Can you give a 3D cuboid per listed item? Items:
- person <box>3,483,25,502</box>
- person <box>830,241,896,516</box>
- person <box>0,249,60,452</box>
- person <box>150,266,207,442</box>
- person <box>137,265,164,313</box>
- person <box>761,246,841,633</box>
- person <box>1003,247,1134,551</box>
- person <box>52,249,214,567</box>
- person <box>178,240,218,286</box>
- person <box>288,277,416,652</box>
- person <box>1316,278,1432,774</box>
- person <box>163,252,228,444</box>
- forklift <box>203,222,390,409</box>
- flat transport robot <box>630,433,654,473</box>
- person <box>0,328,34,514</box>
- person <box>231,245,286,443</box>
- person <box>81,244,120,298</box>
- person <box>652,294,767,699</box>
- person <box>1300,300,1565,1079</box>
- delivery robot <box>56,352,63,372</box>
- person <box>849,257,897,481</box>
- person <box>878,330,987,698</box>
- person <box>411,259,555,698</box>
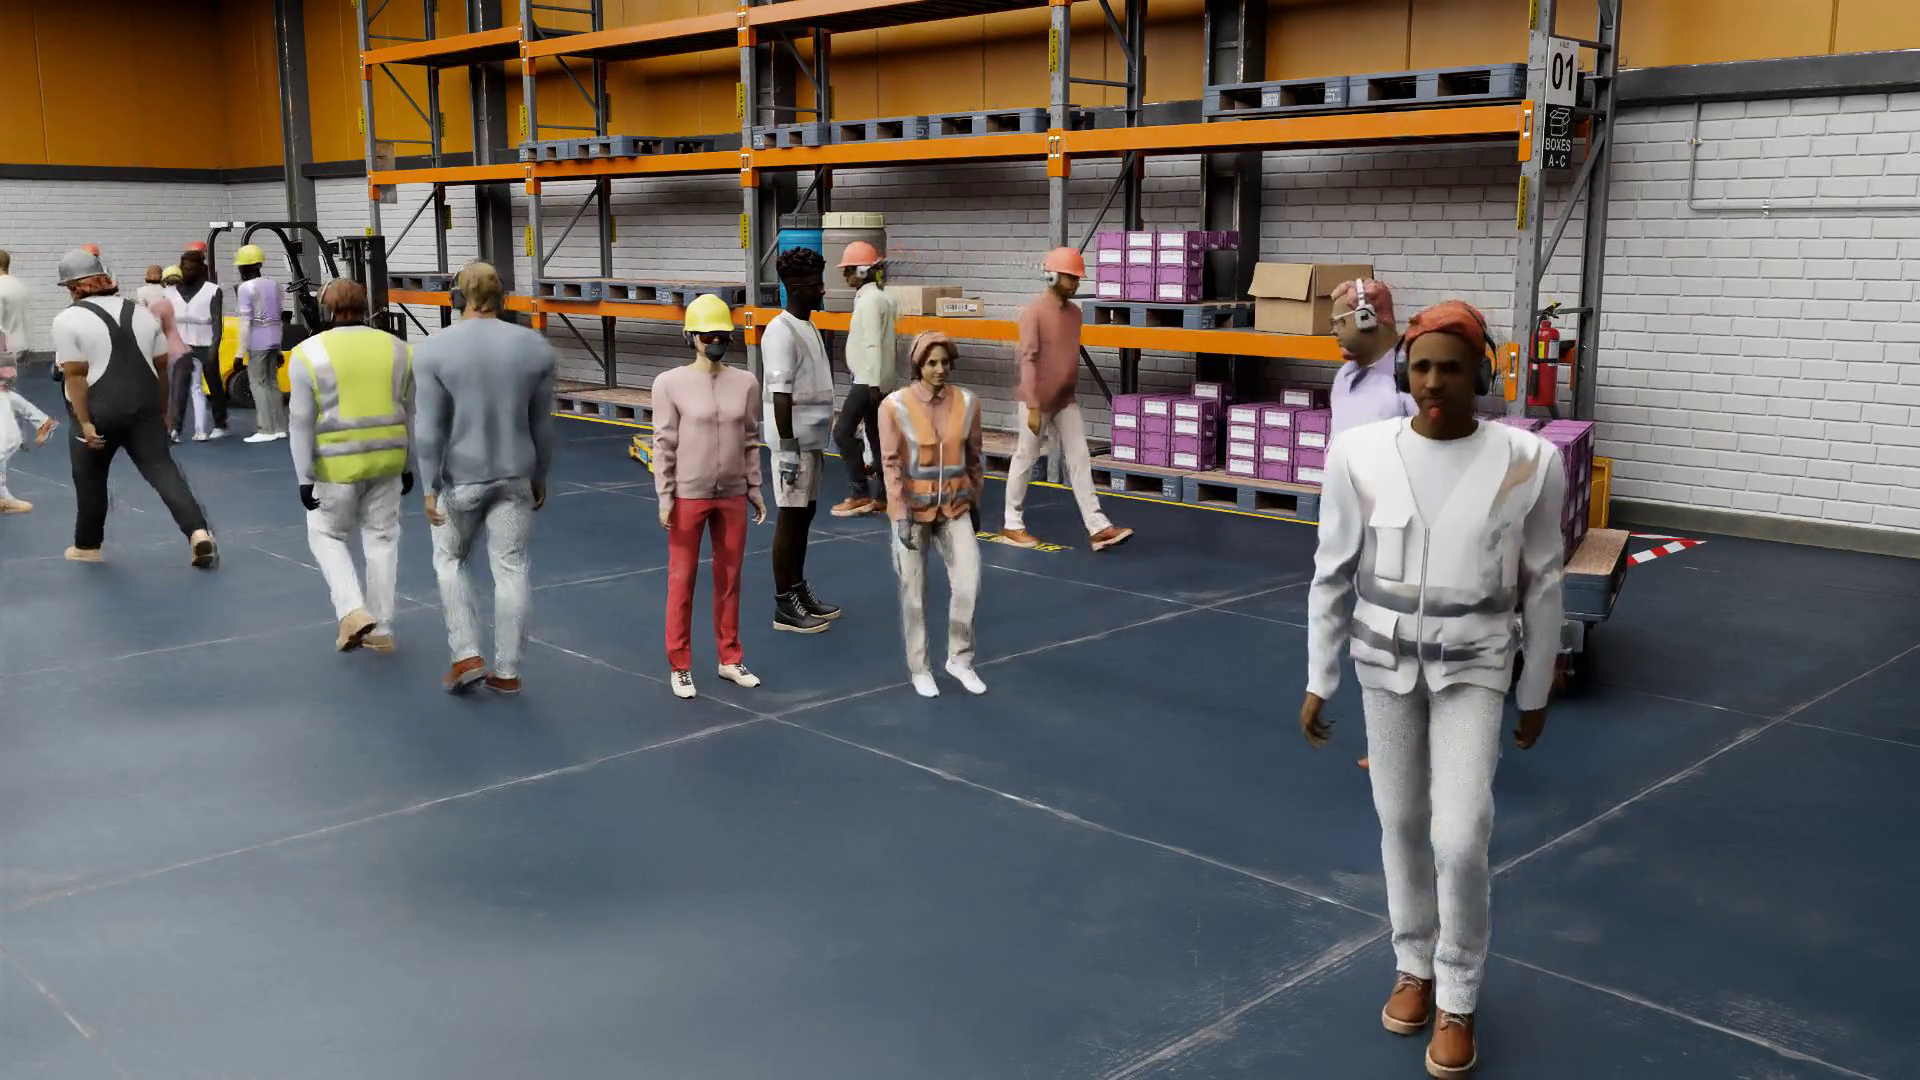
[{"bbox_3d":[-7.341,-1.018,12.244,0.589,1.616,0.535,-9,13,-39],"label":"person"},{"bbox_3d":[-0.731,-1.139,11.931,0.647,1.968,0.663,0,10,0],"label":"person"},{"bbox_3d":[-8.785,-1.752,15.431,0.557,1.916,0.637,-2,11,-11],"label":"person"},{"bbox_3d":[-7.739,-1.832,16.430,0.880,1.719,0.521,10,14,43],"label":"person"},{"bbox_3d":[-10.553,-2.804,21.945,0.498,1.634,0.278,-5,12,-27],"label":"person"},{"bbox_3d":[-0.820,-0.517,8.562,0.361,1.964,0.613,2,10,8],"label":"person"},{"bbox_3d":[0.657,-0.876,10.588,1.014,1.933,0.663,9,14,42],"label":"person"},{"bbox_3d":[-5.068,-0.839,10.120,1.128,2.000,0.701,6,12,30],"label":"person"},{"bbox_3d":[-11.039,-3.354,24.061,0.617,1.959,0.916,1,10,4],"label":"person"},{"bbox_3d":[-2.903,-0.340,8.002,0.634,1.827,0.429,-9,14,-40],"label":"person"},{"bbox_3d":[1.601,-0.029,6.179,0.518,1.868,0.665,-2,11,-12],"label":"person"},{"bbox_3d":[-7.499,-1.876,16.279,0.600,1.855,0.980,0,10,-2],"label":"person"},{"bbox_3d":[-8.169,-2.758,20.163,2.313,2.155,1.214,-10,14,-44],"label":"forklift"},{"bbox_3d":[-2.477,-0.781,14.630,0.652,0.197,1.431,-4,11,-19],"label":"flat transport robot"},{"bbox_3d":[-7.009,-1.072,11.951,0.434,1.827,0.657,-7,13,-35],"label":"person"},{"bbox_3d":[-6.849,-1.906,16.277,0.371,1.912,0.659,2,11,13],"label":"person"},{"bbox_3d":[-11.910,-3.124,22.973,0.584,1.889,0.916,-8,13,-36],"label":"person"},{"bbox_3d":[-1.100,-0.193,7.347,0.522,1.769,0.317,-7,13,-34],"label":"person"},{"bbox_3d":[1.129,0.360,4.061,0.574,1.861,0.657,6,12,28],"label":"person"},{"bbox_3d":[-12.334,-2.552,23.257,0.477,0.478,0.707,-1,11,-5],"label":"delivery robot"},{"bbox_3d":[-0.730,-1.422,13.803,0.333,1.860,0.509,-10,14,-43],"label":"person"},{"bbox_3d":[-0.113,-0.096,7.216,0.516,1.621,0.463,-4,11,-22],"label":"person"},{"bbox_3d":[-2.084,-0.262,7.316,0.632,1.918,0.520,-7,12,-32],"label":"person"}]
